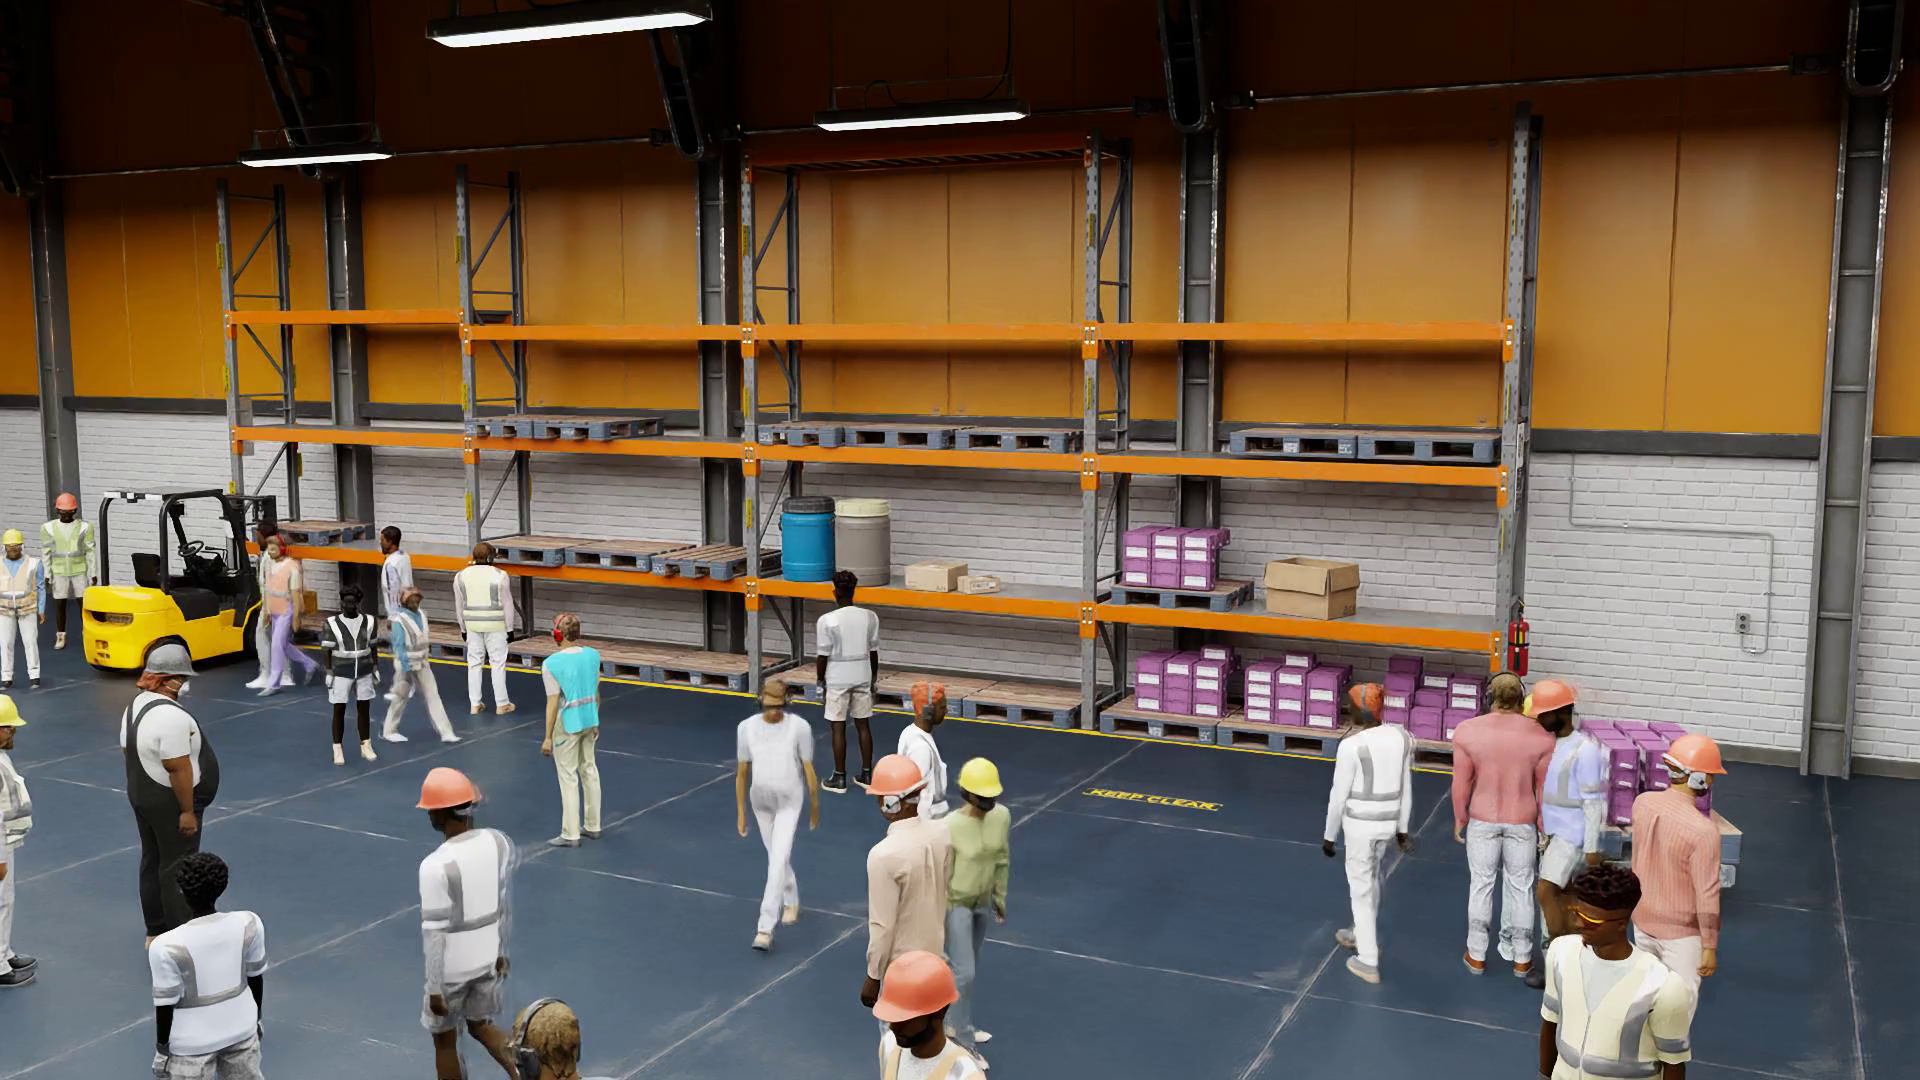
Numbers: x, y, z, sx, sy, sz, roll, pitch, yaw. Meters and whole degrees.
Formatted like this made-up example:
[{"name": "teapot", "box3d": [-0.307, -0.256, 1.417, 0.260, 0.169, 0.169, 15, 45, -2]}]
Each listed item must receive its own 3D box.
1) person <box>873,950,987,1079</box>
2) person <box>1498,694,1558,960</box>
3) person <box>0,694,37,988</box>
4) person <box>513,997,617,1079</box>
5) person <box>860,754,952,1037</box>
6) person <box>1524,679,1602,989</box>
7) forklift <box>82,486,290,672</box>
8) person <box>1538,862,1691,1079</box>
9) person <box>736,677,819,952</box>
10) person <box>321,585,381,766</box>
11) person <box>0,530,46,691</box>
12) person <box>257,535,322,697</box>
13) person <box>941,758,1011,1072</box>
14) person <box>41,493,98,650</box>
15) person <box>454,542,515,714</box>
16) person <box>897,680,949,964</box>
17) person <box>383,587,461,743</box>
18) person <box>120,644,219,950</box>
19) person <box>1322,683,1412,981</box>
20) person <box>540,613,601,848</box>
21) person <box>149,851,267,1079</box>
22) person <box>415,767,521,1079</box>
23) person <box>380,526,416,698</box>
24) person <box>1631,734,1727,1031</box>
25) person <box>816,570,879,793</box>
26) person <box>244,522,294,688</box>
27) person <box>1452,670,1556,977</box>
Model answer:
[{"name": "person", "box3d": [-0.123, 2.338, 5.732, 0.398, 1.929, 0.543, -5, 8, -34]}, {"name": "person", "box3d": [3.674, 1.835, 10.644, 0.484, 1.737, 0.322, 2, 7, 16]}, {"name": "person", "box3d": [-5.921, 1.845, 10.226, 0.403, 1.818, 0.606, -4, 8, -31]}, {"name": "person", "box3d": [-1.265, 2.394, 5.263, 0.386, 1.927, 0.641, 4, 8, 28]}, {"name": "person", "box3d": [-0.270, 2.016, 8.086, 0.376, 1.995, 0.609, 4, 8, 31]}, {"name": "person", "box3d": [3.650, 1.799, 10.264, 0.633, 1.897, 0.549, -1, 7, -7]}, {"name": "forklift", "box3d": [-9.426, 0.454, 20.179, 1.214, 2.155, 2.313, 3, 8, 26]}, {"name": "person", "box3d": [2.532, 2.218, 6.540, 0.362, 1.962, 0.614, -5, 9, -37]}, {"name": "person", "box3d": [-1.216, 1.772, 11.006, 0.504, 1.779, 0.962, 2, 7, 12]}, {"name": "person", "box3d": [-5.706, 1.254, 15.611, 0.529, 1.694, 0.321, -5, 9, -36]}, {"name": "person", "box3d": [-10.709, 0.790, 18.880, 0.595, 1.832, 0.404, -3, 8, -24]}, {"name": "person", "box3d": [-7.560, 0.823, 18.696, 0.610, 1.808, 0.787, 5, 9, 38]}, {"name": "person", "box3d": [0.061, 2.021, 9.141, 0.524, 1.721, 0.602, -7, 10, -44]}, {"name": "person", "box3d": [-11.391, 0.405, 21.299, 0.623, 2.030, 0.448, -3, 7, -22]}, {"name": "person", "box3d": [-5.022, 0.934, 17.653, 0.627, 1.845, 0.429, 1, 7, 6]}, {"name": "person", "box3d": [-0.236, 1.801, 10.348, 0.357, 1.880, 0.575, -1, 7, -5]}, {"name": "person", "box3d": [-5.336, 1.228, 16.264, 0.844, 1.581, 0.549, 2, 7, 18]}, {"name": "person", "box3d": [-5.082, 1.669, 10.769, 0.681, 2.000, 0.536, 6, 9, 42]}, {"name": "person", "box3d": [2.483, 1.794, 10.519, 0.608, 1.850, 0.711, -4, 8, -30]}, {"name": "person", "box3d": [-3.031, 1.490, 13.039, 0.390, 1.846, 0.564, 4, 8, 32]}, {"name": "person", "box3d": [-3.375, 2.236, 7.490, 0.315, 1.696, 0.541, 5, 9, 36]}, {"name": "person", "box3d": [-2.370, 2.054, 8.103, 0.650, 1.914, 0.548, 4, 8, 29]}, {"name": "person", "box3d": [-6.233, 0.795, 18.487, 0.389, 1.918, 0.590, -1, 7, -6]}, {"name": "person", "box3d": [3.690, 1.968, 8.560, 0.411, 1.980, 0.625, -2, 7, -15]}, {"name": "person", "box3d": [-0.991, 1.237, 14.668, 0.606, 1.959, 0.367, -4, 8, -31]}, {"name": "person", "box3d": [-7.906, 0.741, 18.985, 0.550, 1.898, 0.634, -1, 7, -11]}, {"name": "person", "box3d": [3.388, 1.764, 10.403, 0.630, 1.940, 0.373, 2, 7, 15]}]
